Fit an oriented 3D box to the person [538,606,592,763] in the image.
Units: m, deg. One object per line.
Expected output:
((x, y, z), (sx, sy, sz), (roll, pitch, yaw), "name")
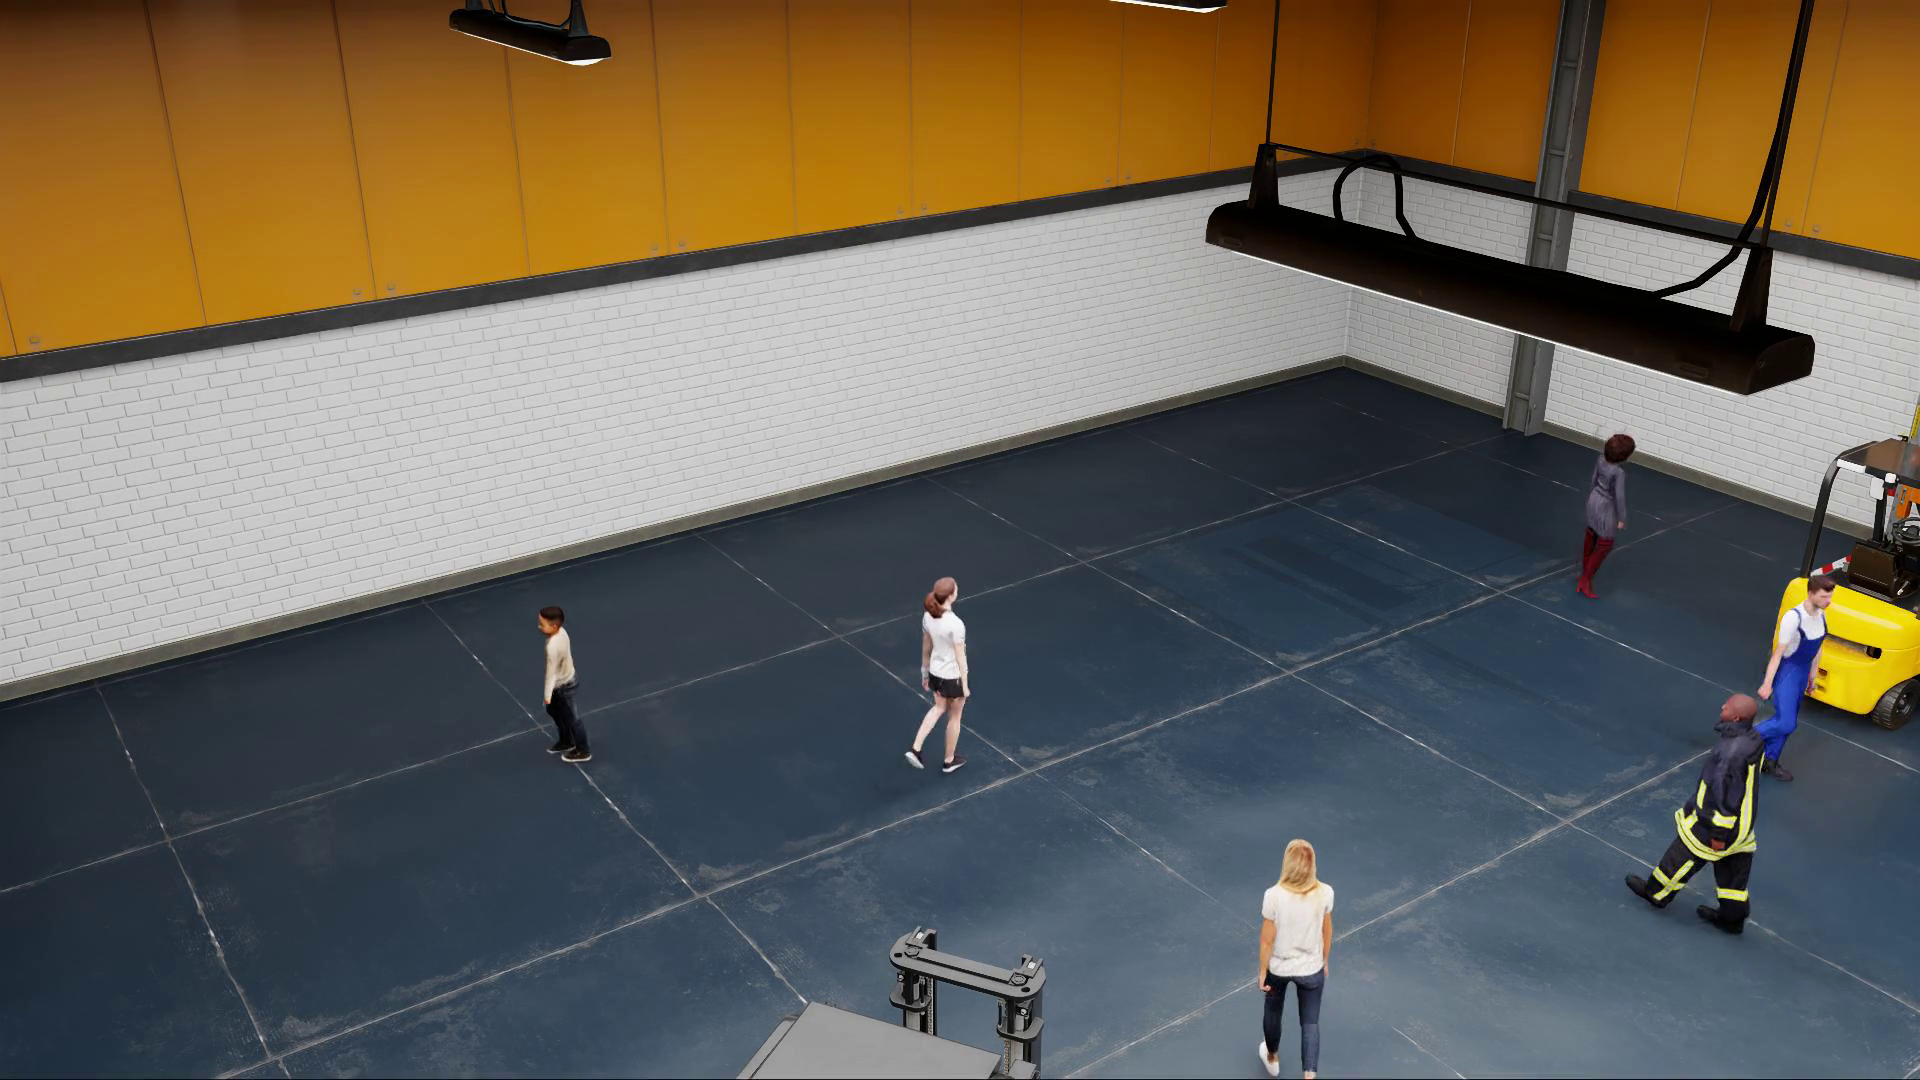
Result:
((-3.152, 1.176, 13.515), (0.759, 1.451, 0.686), (-1, 24, -1), "person")

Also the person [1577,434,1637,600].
((6.383, -0.298, 16.583), (0.873, 1.694, 0.707), (-13, 27, -27), "person")

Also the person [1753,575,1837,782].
((6.568, 1.053, 13.318), (0.664, 1.835, 0.748), (-14, 27, -30), "person")

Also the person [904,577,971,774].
((-0.161, 1.129, 13.263), (0.833, 1.739, 0.741), (20, 30, 38), "person")

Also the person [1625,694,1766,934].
((5.345, 1.905, 11.420), (1.132, 1.792, 0.891), (21, 31, 39), "person")

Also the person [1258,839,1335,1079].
((1.998, 2.603, 9.831), (1.002, 1.786, 1.116), (1, 24, 2), "person")
